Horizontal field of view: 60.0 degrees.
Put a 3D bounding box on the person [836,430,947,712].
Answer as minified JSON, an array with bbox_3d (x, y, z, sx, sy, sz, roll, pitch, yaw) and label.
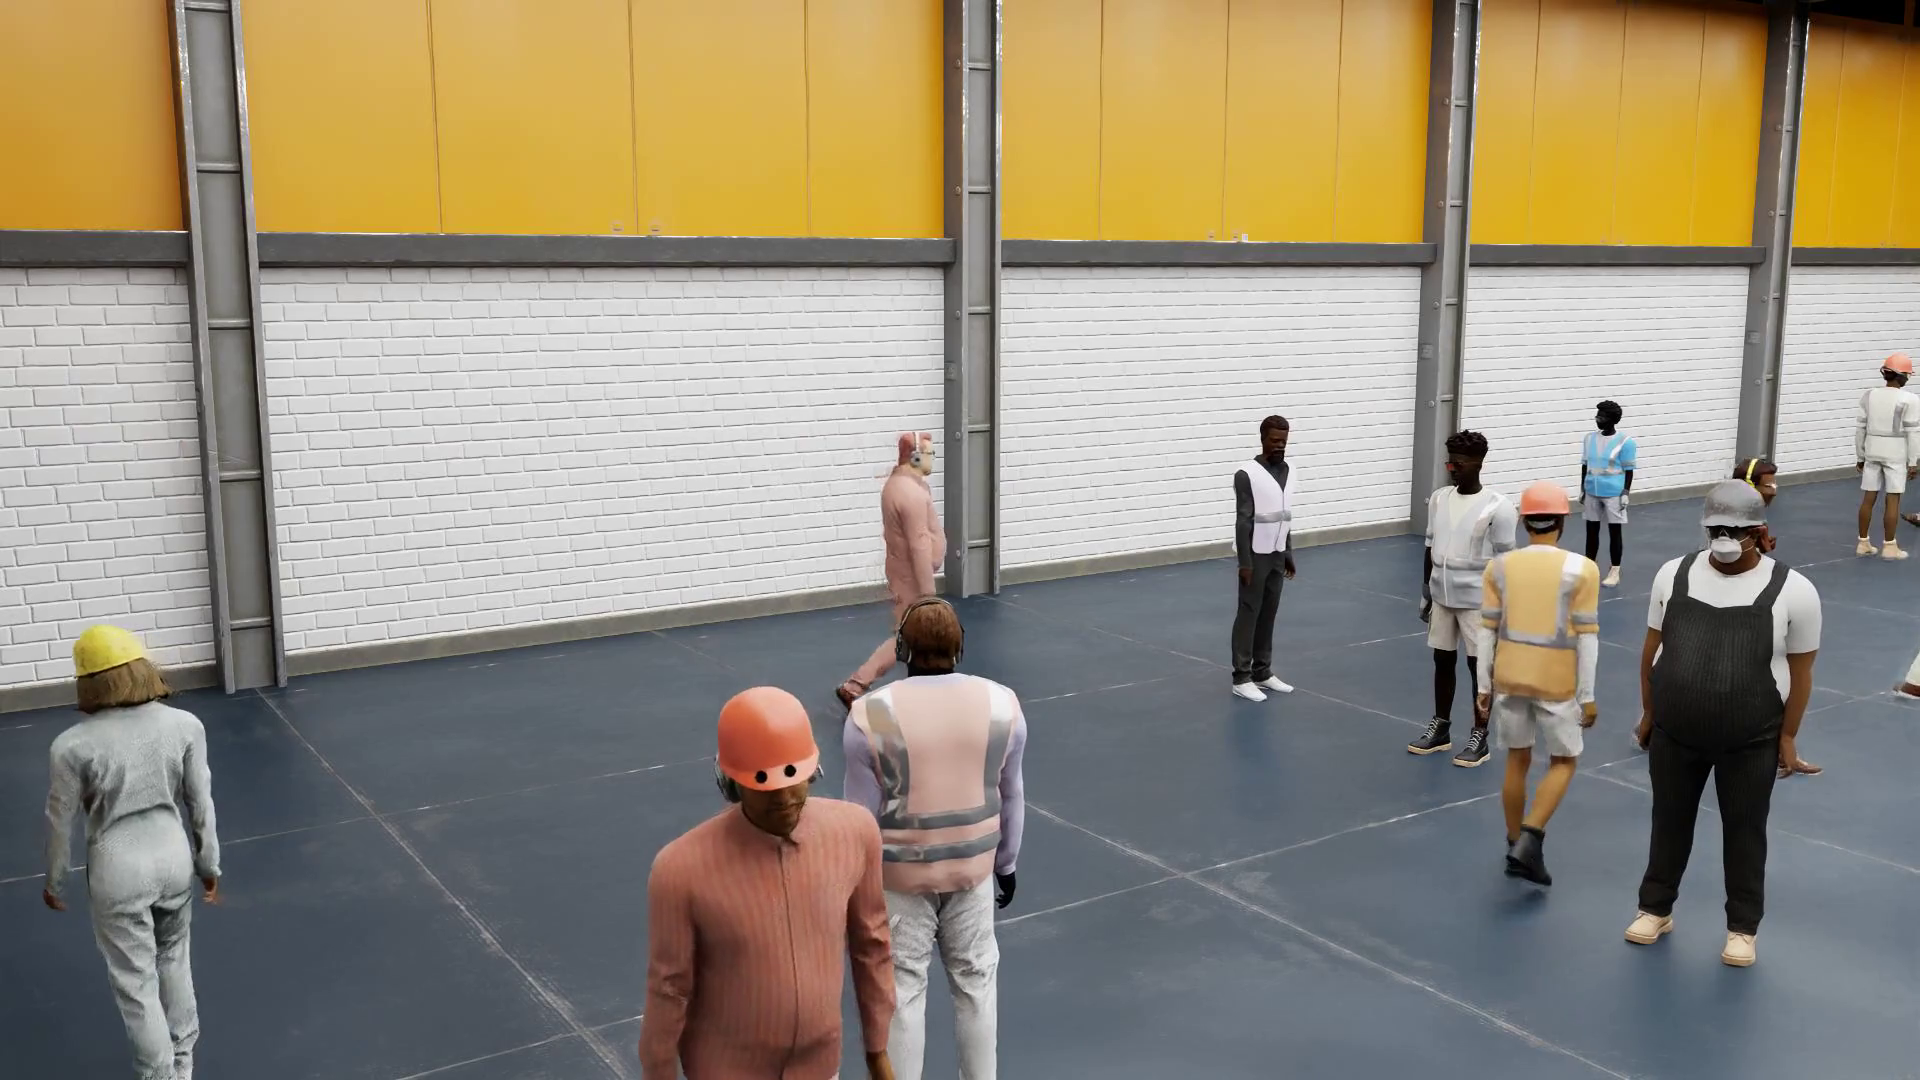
[{"bbox_3d":[-0.349,0.235,10.571,0.865,1.879,0.644,-1,10,-8],"label":"person"}]

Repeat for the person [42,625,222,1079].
[{"bbox_3d":[-2.832,1.133,5.676,0.640,1.707,0.491,8,12,40],"label":"person"}]

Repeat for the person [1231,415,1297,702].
[{"bbox_3d":[2.052,0.108,11.238,0.590,1.916,0.399,-9,13,-43],"label":"person"}]

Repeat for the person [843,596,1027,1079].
[{"bbox_3d":[-0.098,1.094,5.515,0.635,1.842,0.429,-3,10,-19],"label":"person"}]

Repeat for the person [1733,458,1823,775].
[{"bbox_3d":[4.474,0.423,9.628,0.978,1.826,0.539,7,12,35],"label":"person"}]

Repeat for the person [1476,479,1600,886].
[{"bbox_3d":[2.701,0.677,7.839,0.577,1.907,0.649,8,12,39],"label":"person"}]

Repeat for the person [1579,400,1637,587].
[{"bbox_3d":[5.860,-0.427,15.101,0.322,1.699,0.536,-7,11,-35],"label":"person"}]

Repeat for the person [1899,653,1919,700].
[{"bbox_3d":[6.731,0.219,10.879,0.966,1.821,0.503,3,10,19],"label":"person"}]

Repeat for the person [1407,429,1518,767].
[{"bbox_3d":[2.940,0.332,9.732,0.365,1.965,0.608,-7,12,-35],"label":"person"}]

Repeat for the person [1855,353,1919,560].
[{"bbox_3d":[9.194,-0.823,16.464,0.392,2.041,0.620,-5,11,-29],"label":"person"}]

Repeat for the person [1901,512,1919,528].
[{"bbox_3d":[10.837,-0.984,18.025,1.000,1.840,0.770,7,12,36],"label":"person"}]

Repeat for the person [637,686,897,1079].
[{"bbox_3d":[-0.513,1.268,4.177,0.633,1.956,0.735,-6,11,-34],"label":"person"}]

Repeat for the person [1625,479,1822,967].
[{"bbox_3d":[3.163,0.755,6.958,0.672,2.000,0.536,7,12,37],"label":"person"}]
